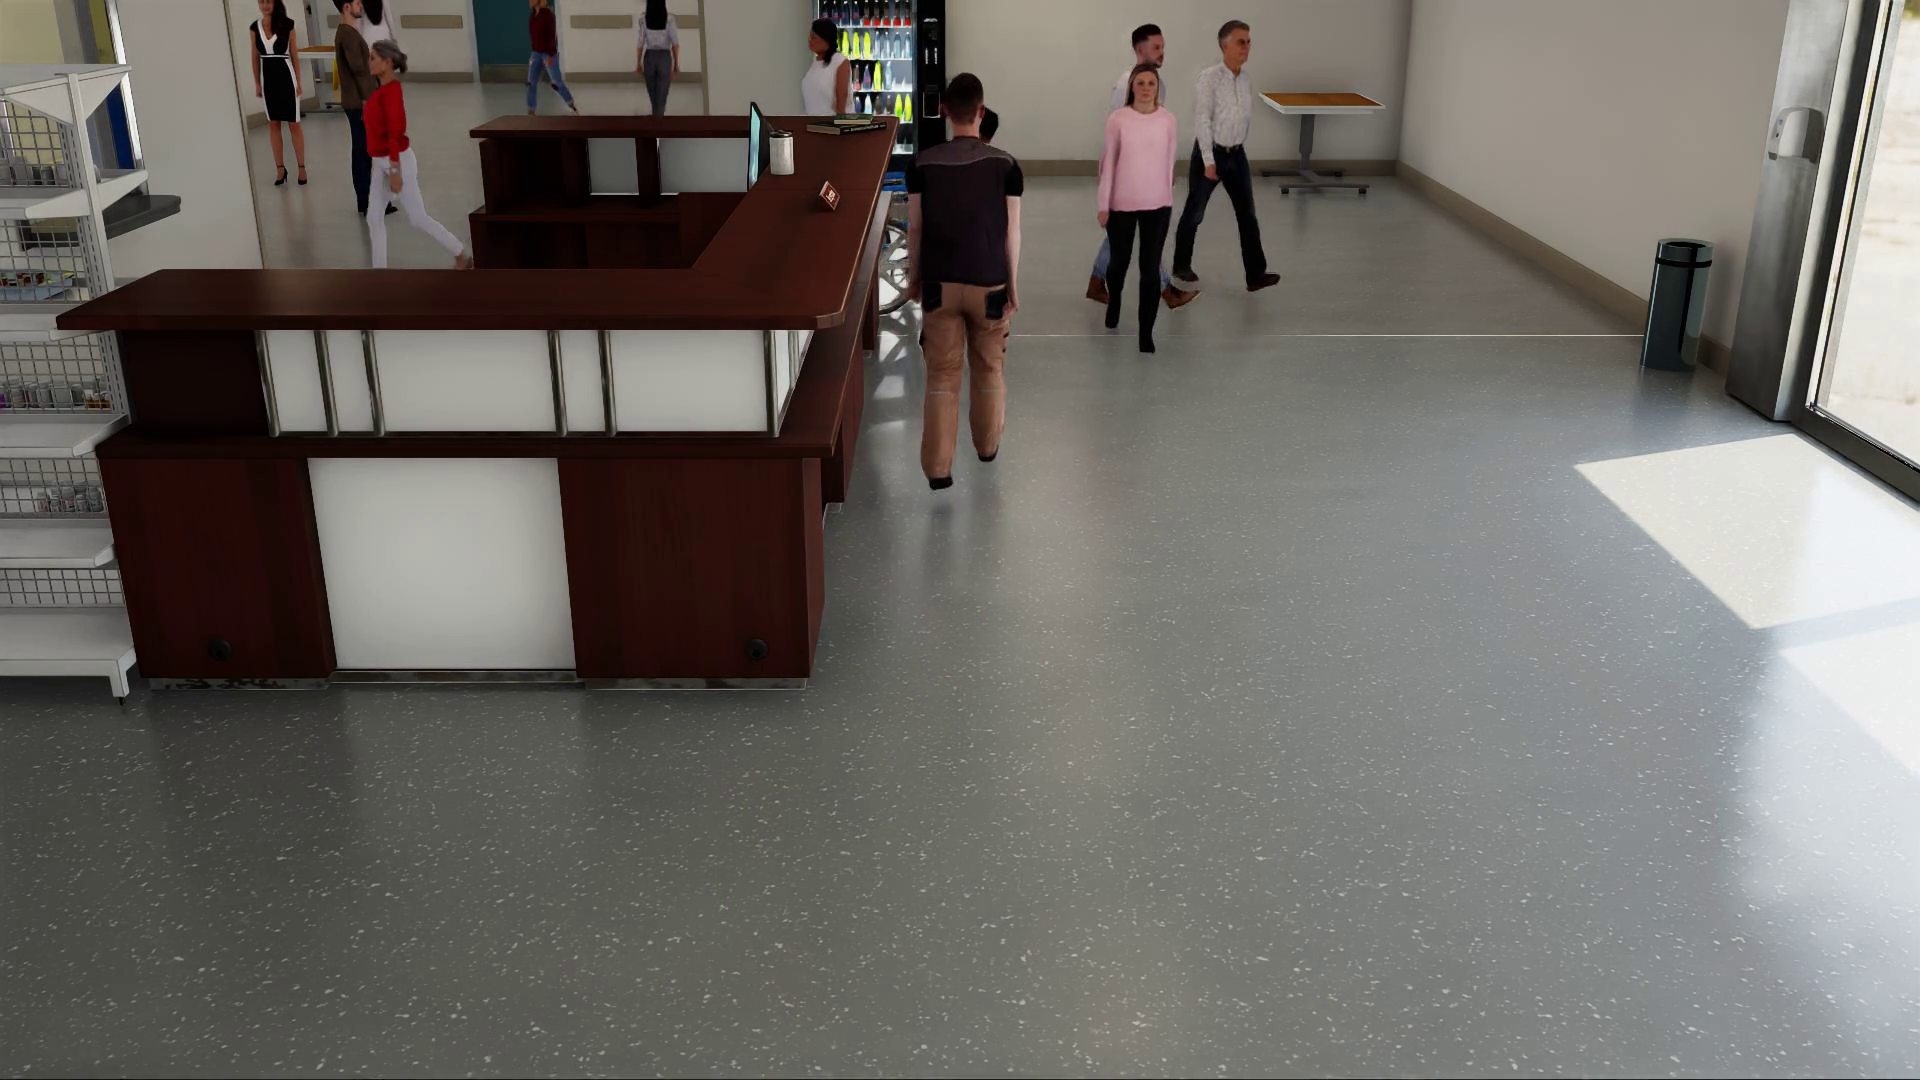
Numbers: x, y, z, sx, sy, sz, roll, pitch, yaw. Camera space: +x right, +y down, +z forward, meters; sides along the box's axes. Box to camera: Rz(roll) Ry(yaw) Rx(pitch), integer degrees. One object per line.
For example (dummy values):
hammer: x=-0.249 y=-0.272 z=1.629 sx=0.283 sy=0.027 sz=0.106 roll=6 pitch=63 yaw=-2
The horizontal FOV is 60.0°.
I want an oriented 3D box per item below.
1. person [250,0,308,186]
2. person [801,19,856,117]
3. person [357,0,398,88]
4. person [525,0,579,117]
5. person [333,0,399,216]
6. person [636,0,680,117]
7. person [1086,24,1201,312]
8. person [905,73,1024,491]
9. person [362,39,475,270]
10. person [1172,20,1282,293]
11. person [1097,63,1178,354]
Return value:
person: x=-6.489 y=-4.312 z=15.861 sx=0.451 sy=1.797 sz=0.660 roll=-2 pitch=21 yaw=-6
person: x=-1.004 y=-3.349 z=13.513 sx=1.122 sy=1.660 sz=1.019 roll=-15 pitch=26 yaw=-35
person: x=-7.579 y=-6.461 z=21.558 sx=0.820 sy=1.782 sz=0.839 roll=-5 pitch=21 yaw=-14
person: x=-4.994 y=-5.877 z=20.282 sx=1.112 sy=1.593 sz=1.076 roll=14 pitch=25 yaw=33
person: x=-5.164 y=-3.765 z=14.290 sx=0.719 sy=1.888 sz=0.733 roll=-10 pitch=23 yaw=-24
person: x=-3.358 y=-5.206 z=18.367 sx=1.047 sy=1.694 sz=0.766 roll=2 pitch=21 yaw=6
person: x=1.047 y=-2.361 z=10.714 sx=1.245 sy=1.795 sz=1.123 roll=17 pitch=26 yaw=37
person: x=-0.002 y=-1.086 z=7.336 sx=1.143 sy=1.802 sz=0.828 roll=2 pitch=21 yaw=6
person: x=-3.737 y=-2.504 z=11.289 sx=1.164 sy=1.656 sz=0.945 roll=-13 pitch=24 yaw=-30
person: x=1.706 y=-2.588 z=11.357 sx=1.217 sy=1.764 sz=1.119 roll=-11 pitch=24 yaw=-28
person: x=1.044 y=-1.973 z=9.906 sx=1.076 sy=1.643 sz=0.674 roll=0 pitch=21 yaw=0
